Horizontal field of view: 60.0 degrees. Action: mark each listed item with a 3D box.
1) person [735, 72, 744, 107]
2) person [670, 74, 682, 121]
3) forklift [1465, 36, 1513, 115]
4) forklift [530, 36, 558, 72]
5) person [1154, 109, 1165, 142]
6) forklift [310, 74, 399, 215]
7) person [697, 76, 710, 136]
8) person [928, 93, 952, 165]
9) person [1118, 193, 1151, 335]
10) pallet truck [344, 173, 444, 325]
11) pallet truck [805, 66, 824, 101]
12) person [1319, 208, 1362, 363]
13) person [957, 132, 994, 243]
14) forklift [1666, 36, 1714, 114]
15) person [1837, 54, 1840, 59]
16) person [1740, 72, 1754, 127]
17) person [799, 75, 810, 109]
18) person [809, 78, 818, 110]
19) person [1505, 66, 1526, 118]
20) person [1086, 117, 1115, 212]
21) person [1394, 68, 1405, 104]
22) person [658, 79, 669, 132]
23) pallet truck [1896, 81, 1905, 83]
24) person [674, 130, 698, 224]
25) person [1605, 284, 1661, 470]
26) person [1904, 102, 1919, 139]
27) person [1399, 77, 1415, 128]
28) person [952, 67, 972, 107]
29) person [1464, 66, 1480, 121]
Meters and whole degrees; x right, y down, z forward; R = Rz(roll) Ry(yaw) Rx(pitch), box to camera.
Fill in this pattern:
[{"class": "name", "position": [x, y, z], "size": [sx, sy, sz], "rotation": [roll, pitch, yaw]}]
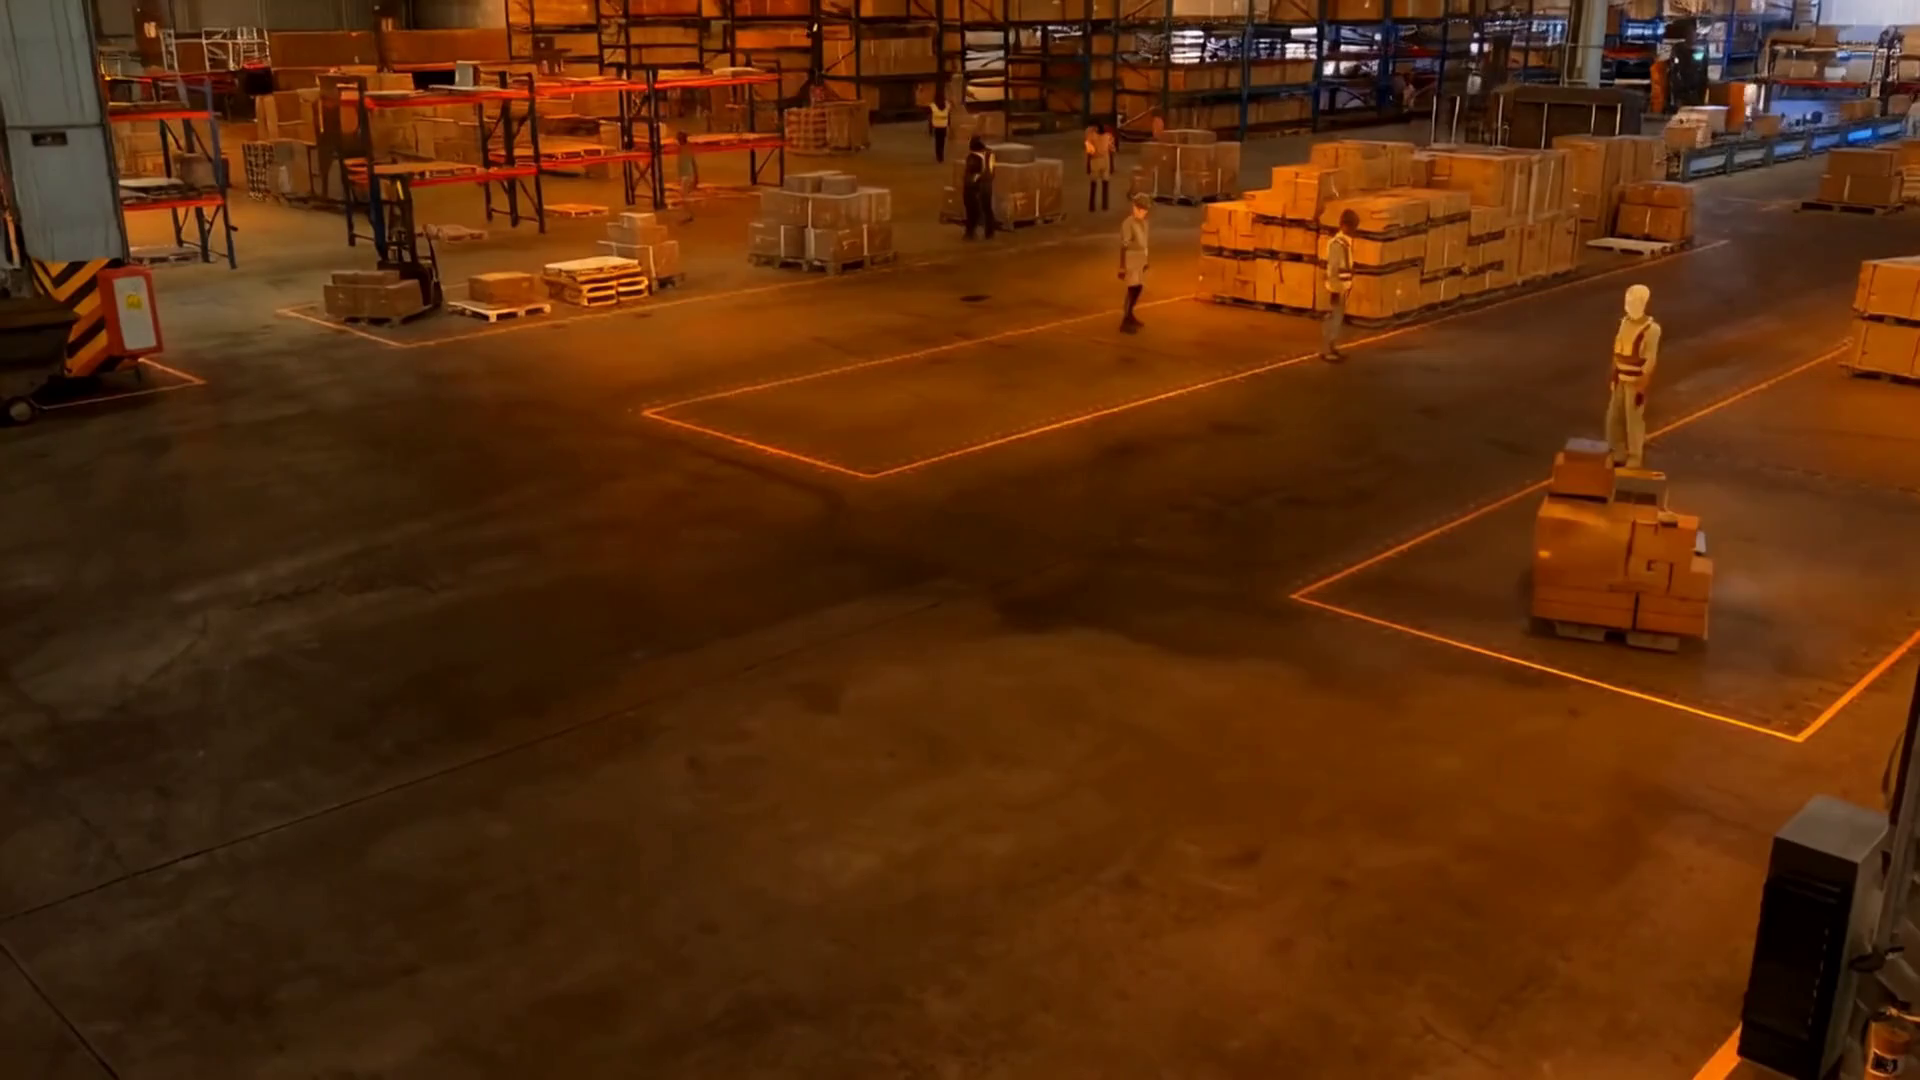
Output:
[{"class": "person", "position": [-7.306, -14.656, 55.437], "size": [0.388, 1.930, 0.541], "rotation": [-5, 19, -16]}, {"class": "person", "position": [-10.004, -15.637, 58.860], "size": [0.463, 1.629, 0.525], "rotation": [15, 24, 38]}, {"class": "forklift", "position": [19.973, -17.201, 61.605], "size": [1.873, 2.768, 1.129], "rotation": [16, 24, 40]}, {"class": "forklift", "position": [-15.452, -17.325, 61.980], "size": [1.873, 2.768, 1.129], "rotation": [17, 25, 41]}, {"class": "person", "position": [4.982, -10.165, 42.390], "size": [0.806, 1.599, 0.542], "rotation": [7, 20, 21]}, {"class": "forklift", "position": [-12.822, -8.328, 34.873], "size": [1.873, 2.768, 1.129], "rotation": [17, 25, 41]}, {"class": "person", "position": [-7.988, -13.422, 51.694], "size": [0.356, 1.936, 0.635], "rotation": [-13, 22, -34]}, {"class": "person", "position": [-0.559, -11.048, 44.653], "size": [0.586, 1.878, 1.001], "rotation": [-6, 19, -19]}, {"class": "person", "position": [2.370, -3.802, 22.762], "size": [0.586, 1.908, 0.771], "rotation": [13, 22, 34]}, {"class": "pallet truck", "position": [-8.209, -4.181, 23.757], "size": [0.823, 1.965, 1.885], "rotation": [3, 19, 9]}, {"class": "pallet truck", "position": [-4.812, -15.182, 56.903], "size": [0.823, 1.965, 1.885], "rotation": [-9, 21, -26]}, {"class": "person", "position": [4.776, -3.195, 20.891], "size": [0.426, 1.939, 0.601], "rotation": [8, 20, 24]}, {"class": "person", "position": [0.281, -6.518, 30.731], "size": [0.755, 2.000, 0.768], "rotation": [-17, 25, -41]}, {"class": "forklift", "position": [27.341, -17.291, 61.877], "size": [1.129, 2.768, 1.873], "rotation": [17, 25, 41]}, {"class": "person", "position": [40.943, -22.197, 78.086], "size": [0.609, 1.970, 0.882], "rotation": [5, 19, 13]}, {"class": "person", "position": [24.945, -13.700, 52.426], "size": [0.807, 2.013, 0.616], "rotation": [10, 21, 29]}, {"class": "person", "position": [-4.872, -13.511, 51.952], "size": [1.039, 1.947, 0.634], "rotation": [5, 19, 14]}, {"class": "person", "position": [-4.999, -14.626, 55.707], "size": [0.572, 1.679, 0.543], "rotation": [3, 19, 10]}, {"class": "person", "position": [20.316, -16.256, 60.359], "size": [0.983, 1.853, 0.636], "rotation": [-6, 19, -16]}, {"class": "person", "position": [2.957, -7.896, 35.004], "size": [0.609, 1.963, 0.369], "rotation": [-1, 18, -3]}, {"class": "person", "position": [16.071, -16.451, 61.107], "size": [0.436, 1.749, 0.543], "rotation": [12, 22, 32]}, {"class": "person", "position": [-9.728, -14.193, 54.395], "size": [0.317, 1.696, 0.537], "rotation": [5, 19, 14]}, {"class": "pallet truck", "position": [34.802, -16.331, 61.455], "size": [0.653, 1.274, 1.630], "rotation": [17, 25, 41]}, {"class": "person", "position": [-5.520, -7.248, 33.231], "size": [0.553, 1.849, 0.521], "rotation": [17, 25, 42]}, {"class": "person", "position": [6.377, -1.503, 15.927], "size": [0.550, 1.881, 0.592], "rotation": [-4, 19, -13]}, {"class": "person", "position": [25.817, -11.081, 44.739], "size": [0.861, 1.882, 0.647], "rotation": [-14, 23, -35]}, {"class": "person", "position": [15.135, -14.808, 56.251], "size": [0.320, 1.692, 0.531], "rotation": [-7, 19, -19]}, {"class": "person", "position": [0.096, -15.743, 58.769], "size": [0.655, 1.884, 1.020], "rotation": [11, 21, 30]}, {"class": "person", "position": [18.146, -15.797, 58.881], "size": [0.554, 1.918, 0.605], "rotation": [-4, 19, -13]}]
